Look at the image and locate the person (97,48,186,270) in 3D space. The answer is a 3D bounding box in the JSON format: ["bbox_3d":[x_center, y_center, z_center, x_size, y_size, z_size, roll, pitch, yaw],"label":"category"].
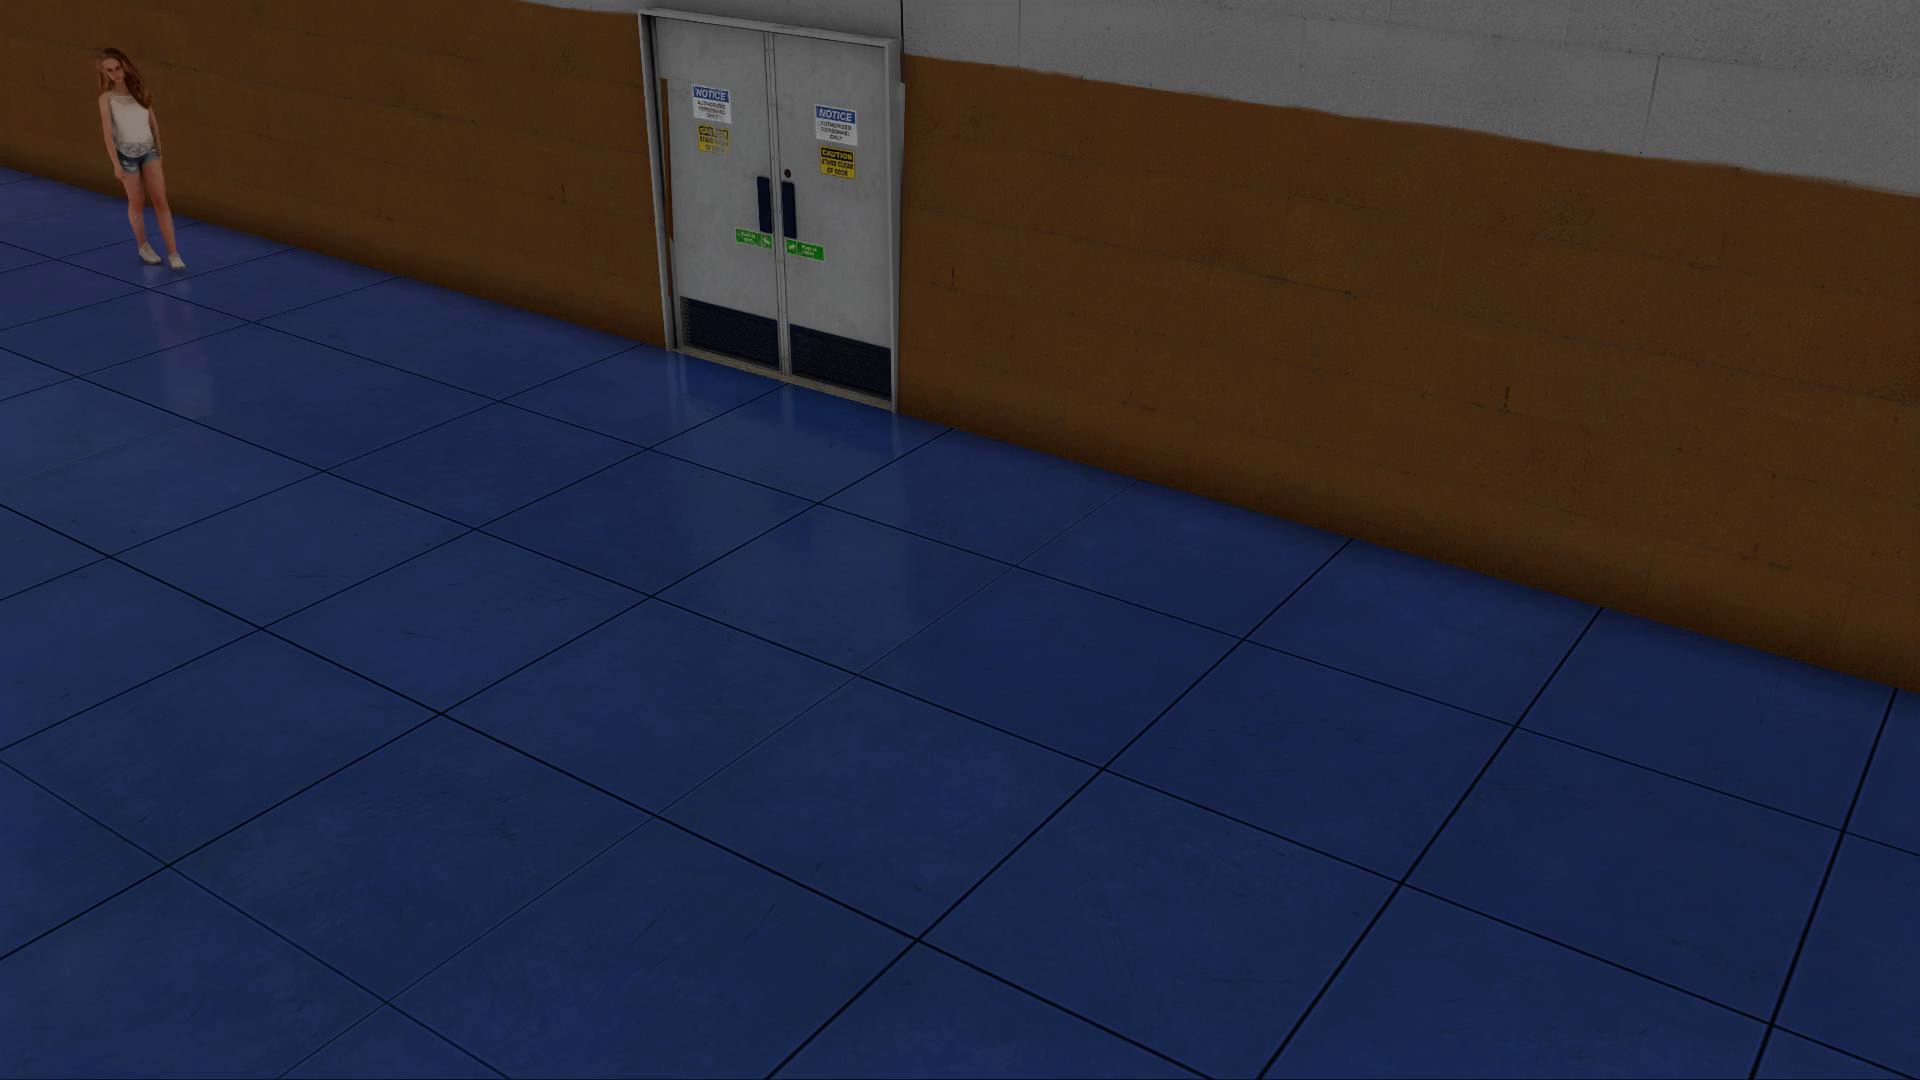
[{"bbox_3d":[-6.432,-2.965,12.949,0.786,1.723,0.974,21,34,36],"label":"person"}]
